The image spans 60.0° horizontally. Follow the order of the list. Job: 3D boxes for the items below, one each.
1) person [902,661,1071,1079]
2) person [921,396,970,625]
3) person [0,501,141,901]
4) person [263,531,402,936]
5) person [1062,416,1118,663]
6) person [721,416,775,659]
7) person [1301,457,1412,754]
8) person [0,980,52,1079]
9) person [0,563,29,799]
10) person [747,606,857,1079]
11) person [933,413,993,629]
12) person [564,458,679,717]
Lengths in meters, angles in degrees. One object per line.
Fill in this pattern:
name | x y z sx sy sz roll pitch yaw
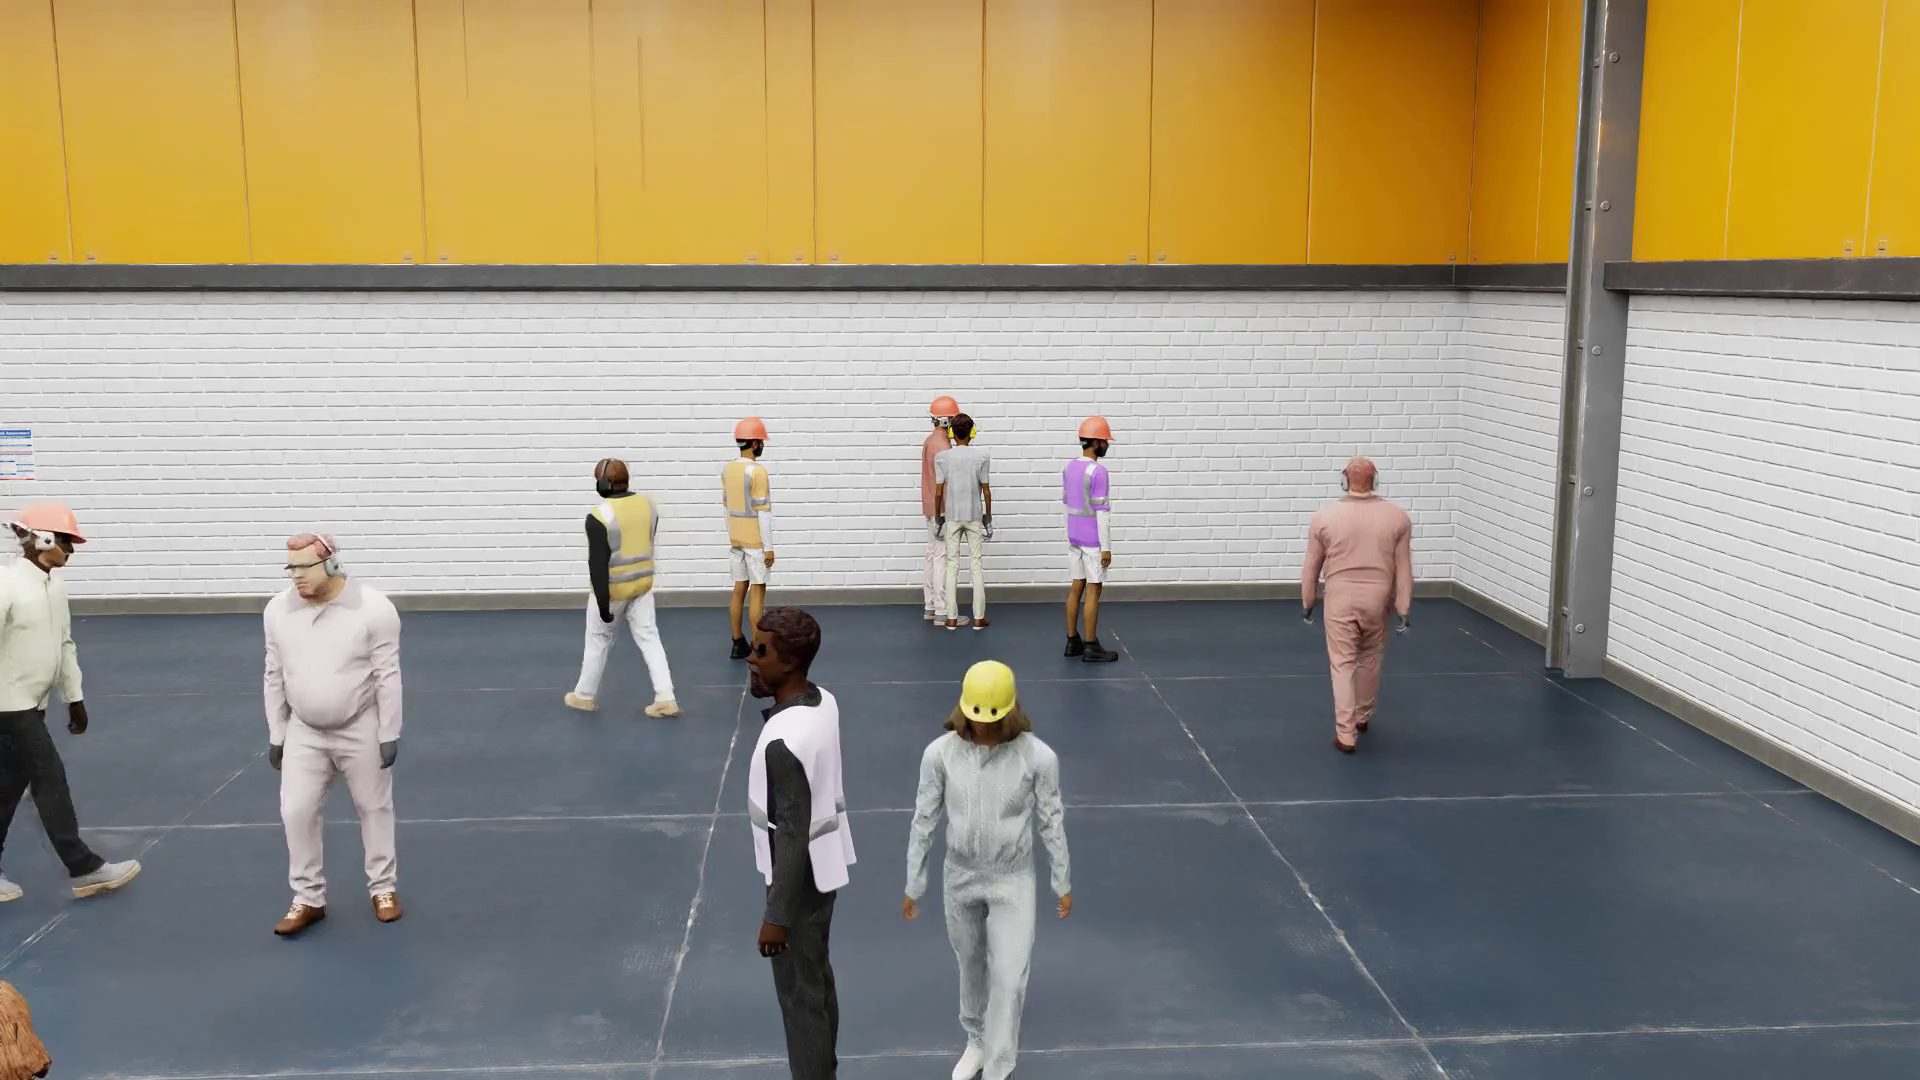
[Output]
person | 0.088 1.250 5.957 0.580 1.685 0.862 2 9 12
person | -0.147 -0.258 14.479 0.377 1.995 0.608 -3 9 -16
person | -4.468 0.794 8.080 0.905 1.928 0.684 -1 9 -7
person | -2.890 0.885 7.679 0.640 1.881 0.550 0 9 1
person | 1.036 -0.008 13.094 0.364 1.934 0.553 -5 10 -28
person | -1.629 0.000 13.037 0.356 1.939 0.542 -8 12 -42
person | 2.555 0.390 10.817 0.675 1.865 0.934 0 9 3
person | -1.955 1.687 3.428 0.277 1.627 0.502 8 12 42
person | -5.601 0.688 9.470 0.322 1.696 0.530 4 10 25
person | -0.560 1.172 5.735 0.392 1.922 0.591 1 9 3
person | 0.025 -0.157 14.258 0.520 1.865 0.328 1 9 4
person | -2.336 0.328 11.443 0.926 1.804 0.629 7 12 39
